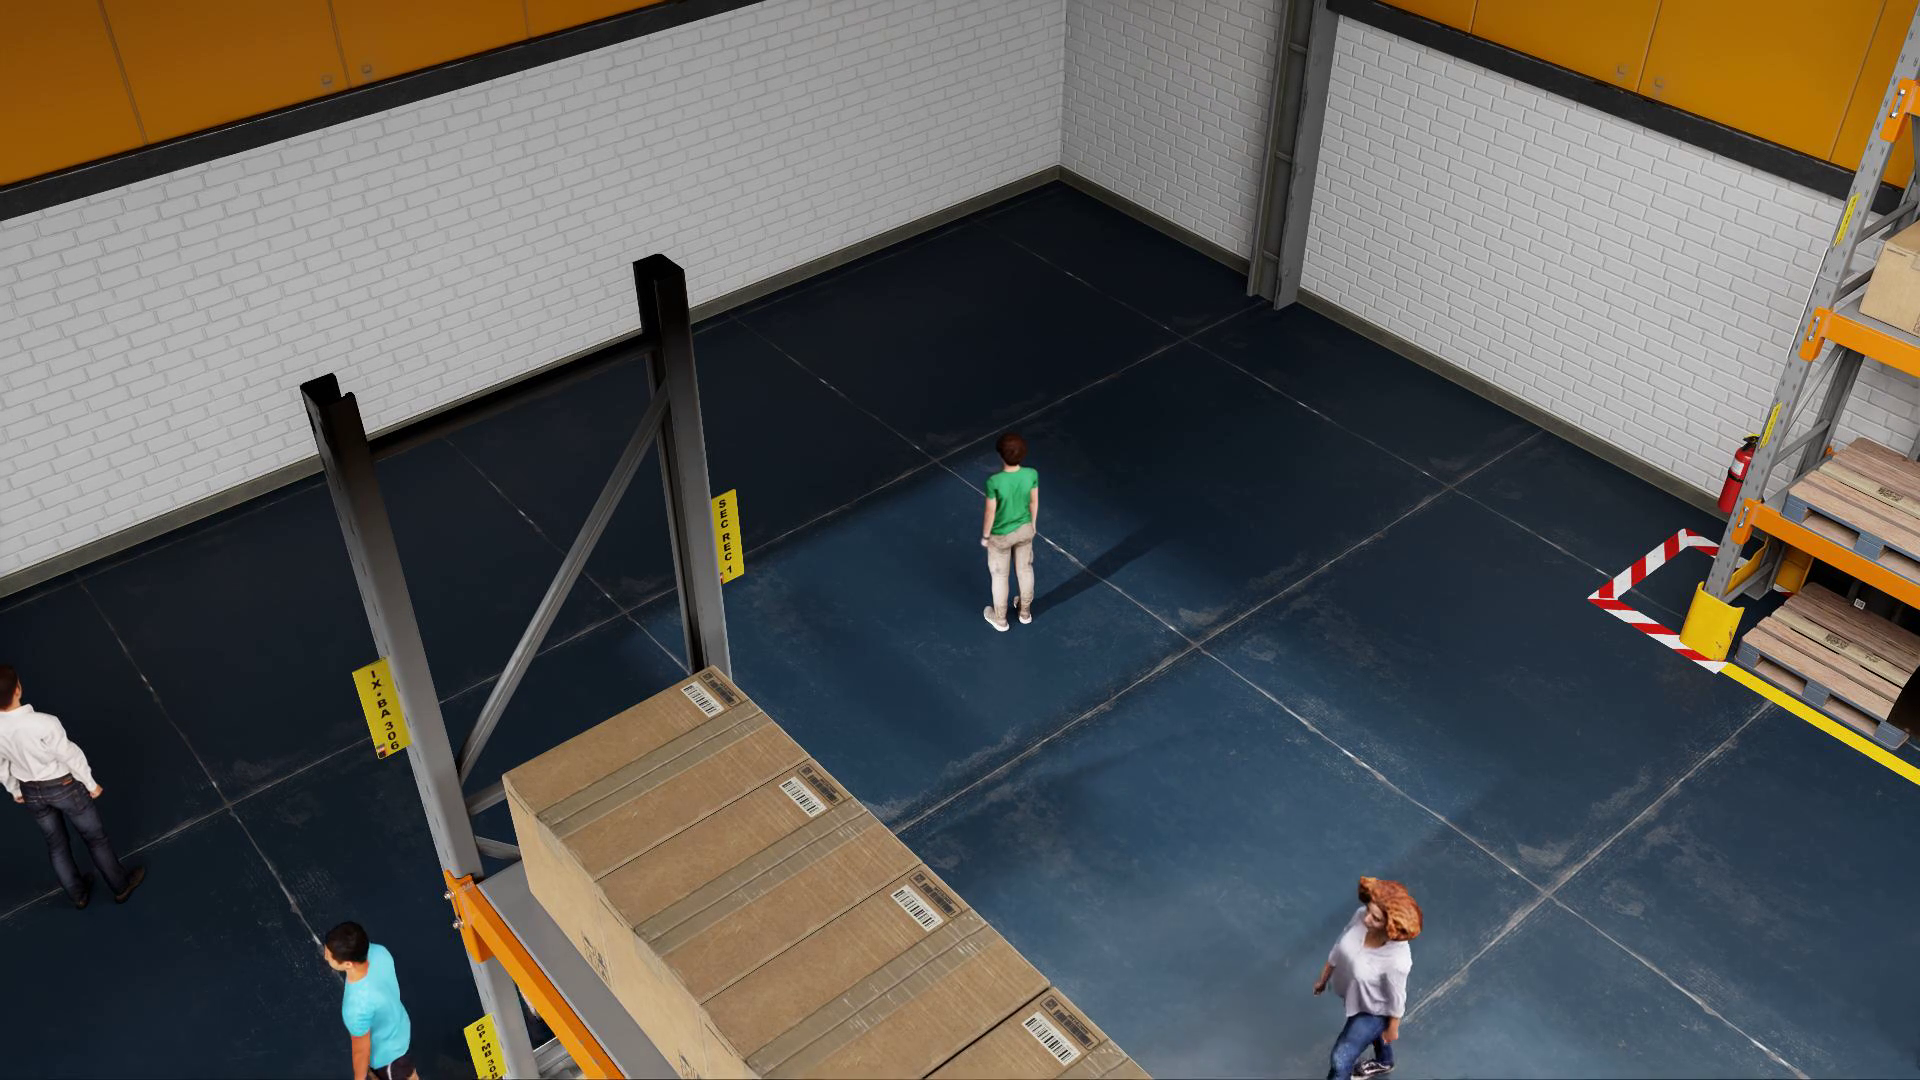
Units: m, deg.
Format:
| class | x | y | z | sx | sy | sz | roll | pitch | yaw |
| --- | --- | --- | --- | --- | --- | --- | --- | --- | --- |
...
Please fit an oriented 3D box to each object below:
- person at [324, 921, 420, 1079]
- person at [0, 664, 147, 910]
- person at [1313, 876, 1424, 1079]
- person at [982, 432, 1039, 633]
| class | x | y | z | sx | sy | sz | roll | pitch | yaw |
| --- | --- | --- | --- | --- | --- | --- | --- | --- | --- |
| person | -2.852 | 2.557 | 8.482 | 1.022 | 1.747 | 1.047 | -4 | 39 | -5 |
| person | -5.315 | 1.467 | 9.748 | 0.736 | 1.869 | 0.747 | -3 | 39 | -4 |
| person | 2.242 | 2.380 | 8.752 | 0.971 | 1.687 | 1.032 | -7 | 39 | -9 |
| person | 0.368 | -0.057 | 11.832 | 0.632 | 1.651 | 0.609 | -15 | 41 | -18 |
